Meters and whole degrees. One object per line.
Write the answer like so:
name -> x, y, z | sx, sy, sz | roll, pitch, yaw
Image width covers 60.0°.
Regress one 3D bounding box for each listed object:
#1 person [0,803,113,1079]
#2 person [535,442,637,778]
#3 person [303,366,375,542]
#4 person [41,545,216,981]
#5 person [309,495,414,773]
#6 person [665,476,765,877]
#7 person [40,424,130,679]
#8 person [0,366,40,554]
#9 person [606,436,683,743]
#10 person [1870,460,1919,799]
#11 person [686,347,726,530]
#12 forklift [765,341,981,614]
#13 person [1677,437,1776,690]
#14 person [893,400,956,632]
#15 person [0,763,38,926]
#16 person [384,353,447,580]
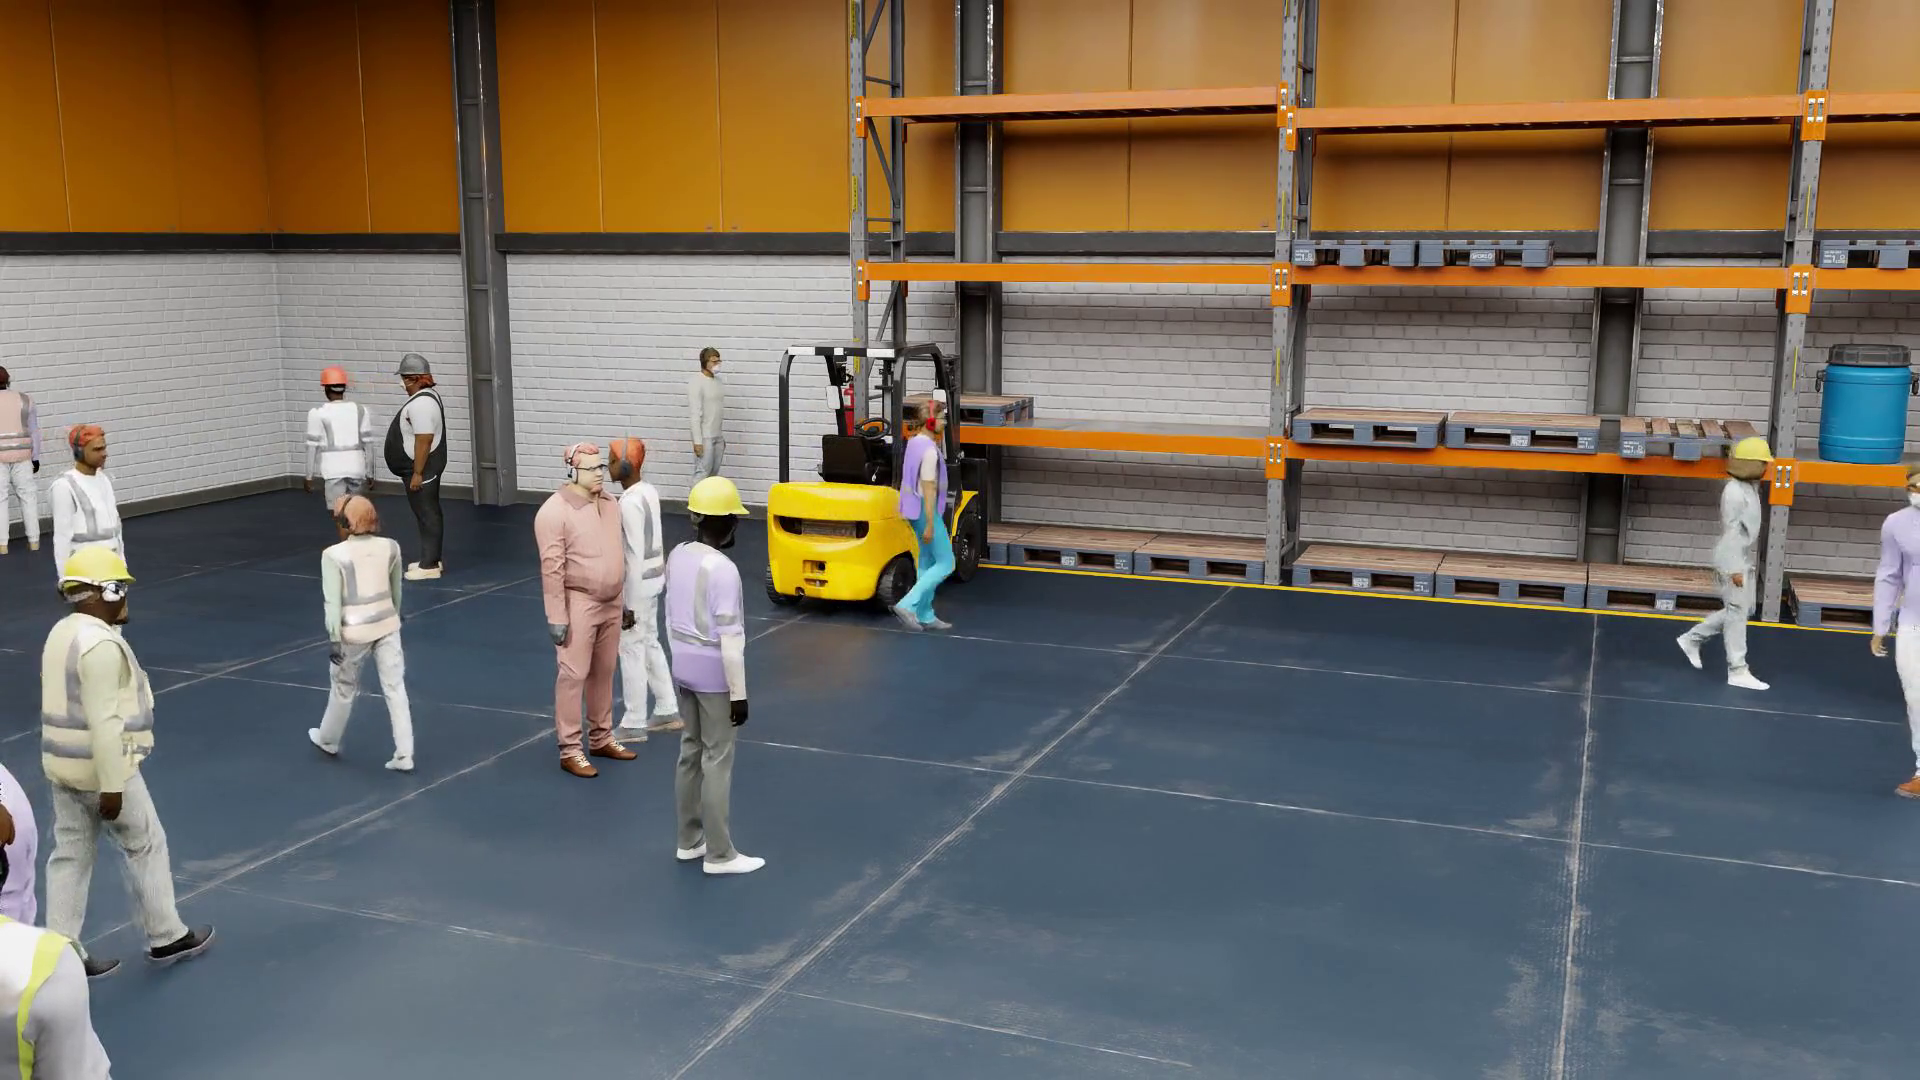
person -> -2.192, 1.457, 3.755 | 0.634, 1.842, 0.429 | 0, 10, 1
person -> -2.116, 0.385, 9.546 | 0.408, 1.906, 0.654 | 5, 11, 26
person -> -5.676, -0.627, 15.153 | 0.568, 1.907, 0.742 | -10, 14, -44
person -> -3.518, 0.920, 6.899 | 0.619, 1.786, 0.748 | 8, 13, 39
person -> -3.457, 0.530, 9.601 | 0.868, 1.590, 0.546 | 8, 13, 39
person -> -1.187, 0.648, 8.025 | 0.384, 1.924, 0.593 | -8, 13, -37
person -> -5.663, 0.178, 10.803 | 0.472, 1.873, 0.588 | 0, 10, 1
person -> -9.325, -0.785, 16.249 | 0.621, 1.845, 0.429 | -9, 14, -42
person -> -1.975, 0.299, 10.123 | 0.385, 1.886, 0.586 | 0, 10, 1
person -> 5.362, 0.485, 9.030 | 0.508, 1.896, 0.725 | -8, 13, -39
person -> -2.666, -1.075, 17.599 | 0.351, 1.936, 0.634 | 3, 11, 17
forklift -> -0.739, -0.602, 14.246 | 1.214, 2.155, 2.313 | 4, 11, 21
person -> 5.293, 0.143, 11.388 | 0.577, 1.726, 0.504 | 8, 13, 37
person -> -0.258, -0.173, 12.878 | 0.439, 1.832, 0.568 | -3, 11, -16
person -> -2.787, 1.272, 4.636 | 0.640, 1.902, 0.402 | 10, 14, 44
person -> -4.921, -0.669, 15.050 | 0.538, 2.000, 0.681 | -2, 10, -11
